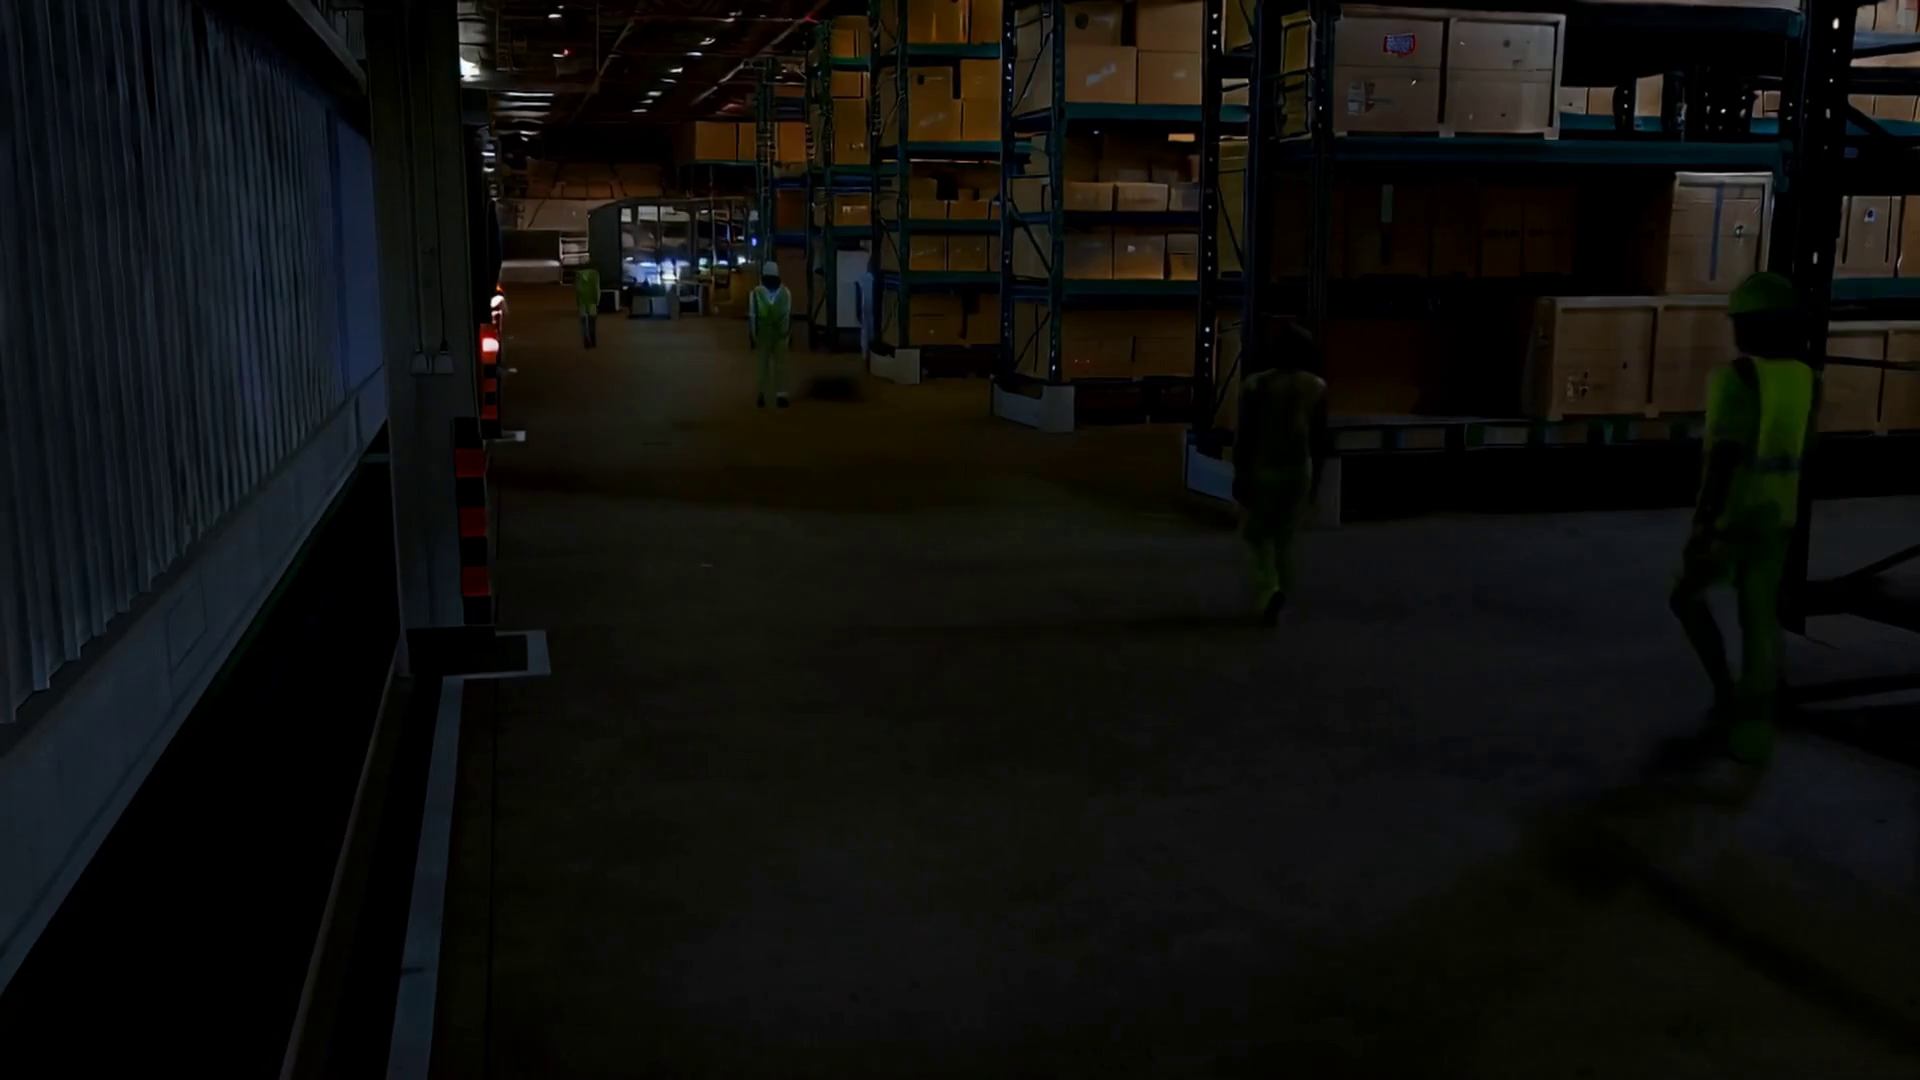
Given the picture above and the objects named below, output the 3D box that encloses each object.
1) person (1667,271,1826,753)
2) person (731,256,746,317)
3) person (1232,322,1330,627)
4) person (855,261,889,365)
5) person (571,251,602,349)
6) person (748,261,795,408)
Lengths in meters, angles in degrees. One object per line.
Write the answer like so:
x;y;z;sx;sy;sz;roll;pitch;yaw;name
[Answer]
3.115;-0.095;6.615;0.583;1.924;0.399;-3;11;-19;person
-6.388;-7.323;48.098;0.486;1.733;0.361;3;10;15;person
1.695;-0.327;8.759;0.532;1.623;0.430;-1;10;-6;person
-1.501;-3.924;28.700;0.639;1.788;0.967;2;10;10;person
-7.381;-4.732;32.875;0.579;1.921;0.452;-2;10;-9;person
-2.364;-2.580;20.945;0.592;1.834;0.404;-4;11;-20;person
